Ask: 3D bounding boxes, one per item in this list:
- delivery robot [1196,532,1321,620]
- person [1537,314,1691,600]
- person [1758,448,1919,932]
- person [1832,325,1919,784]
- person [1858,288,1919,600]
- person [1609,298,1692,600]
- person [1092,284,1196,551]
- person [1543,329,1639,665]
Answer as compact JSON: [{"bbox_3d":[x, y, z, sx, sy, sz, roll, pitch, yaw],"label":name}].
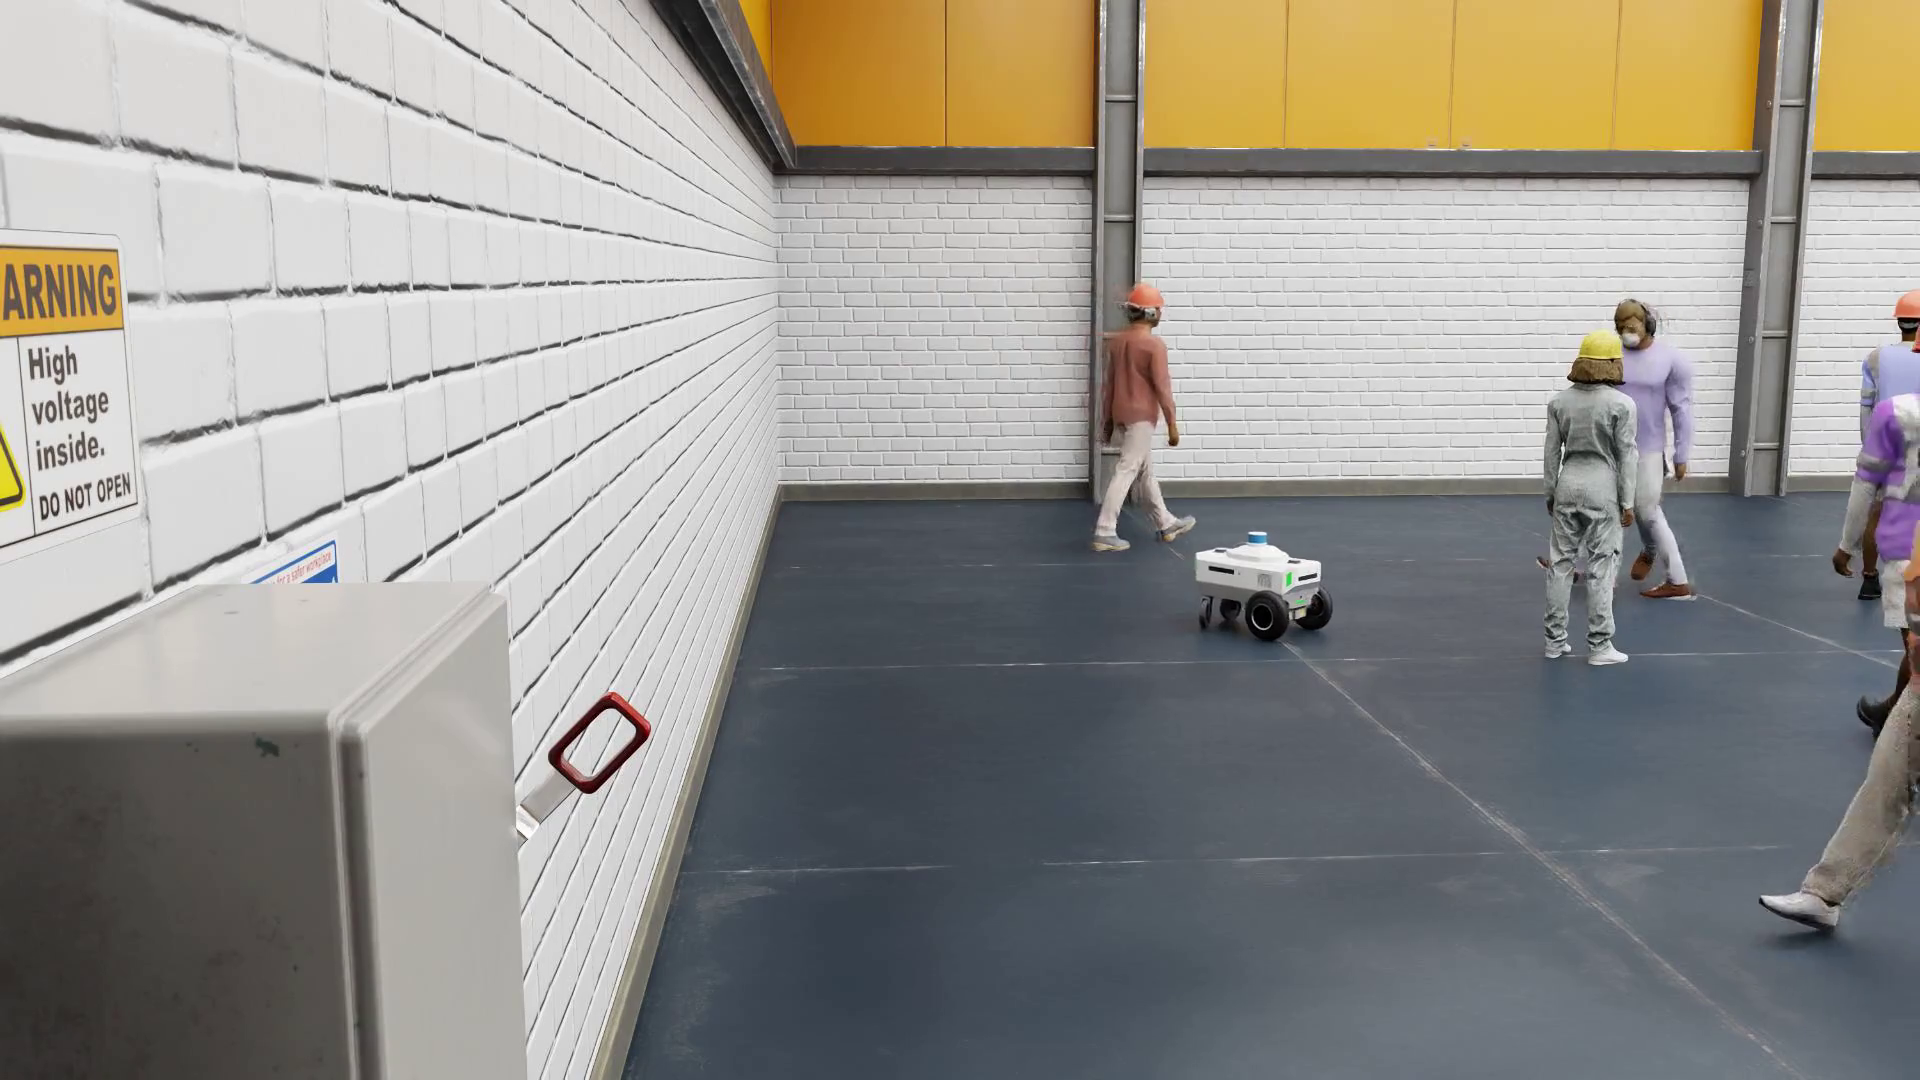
[{"bbox_3d":[1.690,0.196,9.482,0.477,0.478,0.707,-8,12,-42],"label":"delivery robot"},{"bbox_3d":[4.180,-0.547,10.502,0.994,1.812,0.518,5,11,31],"label":"person"},{"bbox_3d":[2.897,0.457,4.886,0.830,1.594,0.511,-1,9,-6],"label":"person"},{"bbox_3d":[3.921,0.012,6.788,0.553,1.884,1.006,0,9,2],"label":"person"},{"bbox_3d":[5.809,-0.565,10.217,0.349,1.942,0.545,-7,11,-36],"label":"person"},{"bbox_3d":[4.212,-0.568,10.382,0.675,1.904,0.773,6,11,33],"label":"person"},{"bbox_3d":[1.374,-0.902,12.306,1.027,1.944,0.643,-5,10,-27],"label":"person"},{"bbox_3d":[3.297,-0.224,8.694,0.299,1.743,0.493,-8,12,-42],"label":"person"}]
